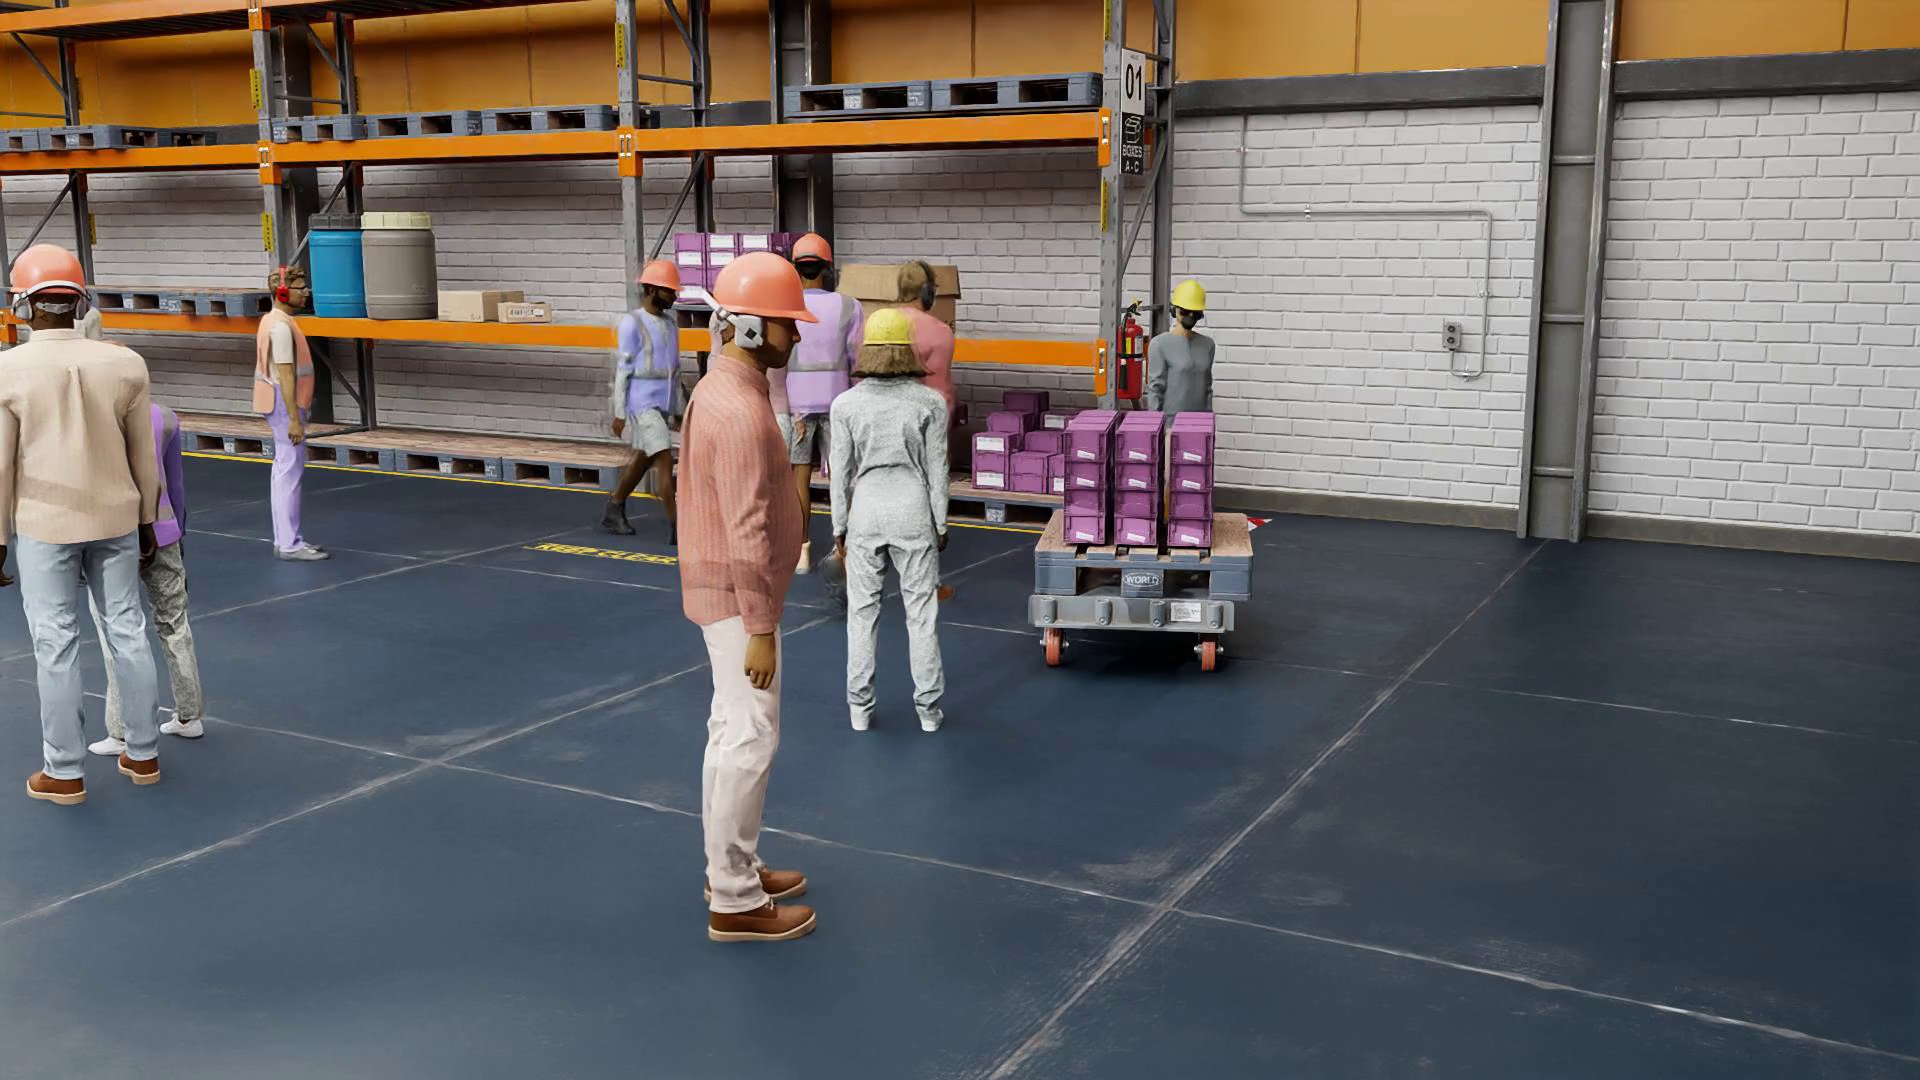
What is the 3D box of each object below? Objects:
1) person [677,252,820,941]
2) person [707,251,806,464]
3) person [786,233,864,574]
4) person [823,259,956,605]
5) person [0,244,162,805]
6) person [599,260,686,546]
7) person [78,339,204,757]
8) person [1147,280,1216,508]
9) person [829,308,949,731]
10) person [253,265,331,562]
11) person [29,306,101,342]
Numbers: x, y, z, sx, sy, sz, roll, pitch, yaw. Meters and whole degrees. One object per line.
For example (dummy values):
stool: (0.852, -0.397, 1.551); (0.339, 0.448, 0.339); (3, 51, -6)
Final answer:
person: (-0.599, 0.175, 4.790); (0.410, 1.980, 0.624); (-3, 11, -14)
person: (-1.208, -0.751, 9.967); (0.635, 1.938, 0.359); (2, 11, 11)
person: (-0.879, -0.815, 10.039); (0.611, 2.040, 0.393); (-3, 11, -14)
person: (-0.357, -0.547, 8.957); (0.642, 1.914, 0.793); (9, 14, 42)
person: (-3.190, -0.052, 5.984); (0.381, 1.994, 0.614); (9, 13, 39)
person: (-2.075, -0.911, 11.032); (0.990, 1.881, 0.562); (5, 11, 26)
person: (-3.262, 0.032, 6.534); (0.318, 1.631, 0.513); (6, 12, 29)
person: (1.351, -0.685, 10.093); (0.524, 1.764, 0.329); (-7, 13, -34)
person: (-0.286, -0.076, 6.841); (0.488, 1.737, 0.320); (1, 10, 3)
person: (-4.221, -0.787, 10.419); (0.384, 1.845, 0.565); (-5, 11, -25)
person: (-6.600, -1.139, 12.322); (0.518, 1.857, 0.678); (-7, 13, -35)
